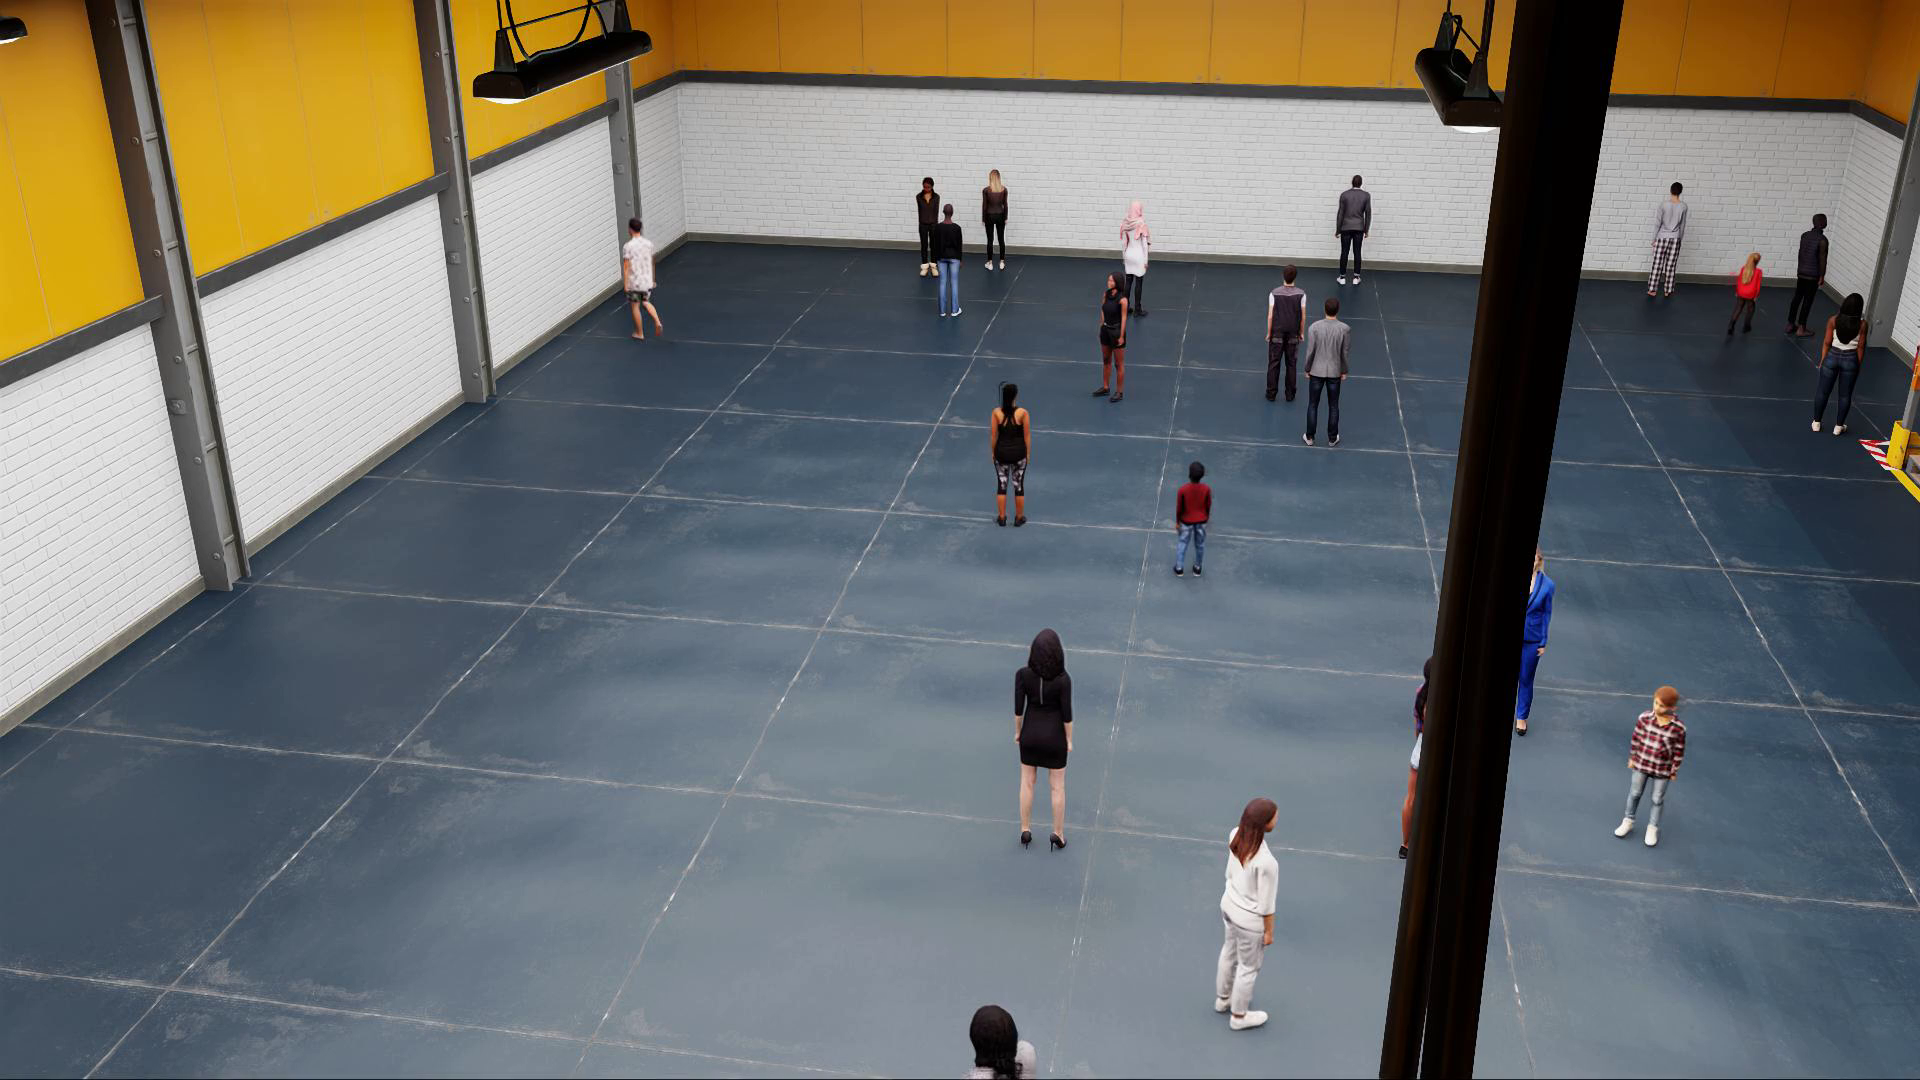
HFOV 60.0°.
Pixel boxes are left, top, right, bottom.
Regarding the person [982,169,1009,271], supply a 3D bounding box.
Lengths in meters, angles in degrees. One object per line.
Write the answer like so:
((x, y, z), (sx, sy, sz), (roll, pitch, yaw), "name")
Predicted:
((0.597, -5.526, 28.646), (0.673, 1.703, 0.638), (-5, 24, -11), "person")

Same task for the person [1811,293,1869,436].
((11.111, -2.228, 20.968), (0.733, 1.809, 0.745), (16, 28, 32), "person")

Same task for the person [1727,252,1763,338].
((11.779, -3.672, 24.949), (0.933, 1.265, 0.798), (-22, 32, -40), "person")

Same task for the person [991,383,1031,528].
((0.550, -0.947, 18.224), (0.578, 1.659, 0.505), (3, 24, 8), "person")

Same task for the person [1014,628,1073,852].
((0.617, 1.507, 12.425), (0.620, 1.806, 0.537), (8, 25, 17), "person")

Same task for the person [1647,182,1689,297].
((11.497, -4.881, 26.990), (0.614, 1.847, 0.511), (4, 24, 10), "person")

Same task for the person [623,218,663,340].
((-4.701, -3.838, 24.663), (0.943, 1.800, 0.891), (21, 31, 40), "person")

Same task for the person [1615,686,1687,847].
((5.277, 1.688, 12.638), (0.594, 1.306, 0.605), (16, 28, 32), "person")

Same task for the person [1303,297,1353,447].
((4.526, -2.082, 20.554), (0.678, 1.872, 0.566), (4, 24, 8), "person")

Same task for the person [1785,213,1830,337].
((12.751, -3.994, 24.973), (0.831, 1.836, 0.676), (-6, 24, -13), "person")

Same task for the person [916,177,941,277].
((-0.540, -5.359, 28.314), (0.621, 1.661, 0.680), (1, 24, 1), "person")

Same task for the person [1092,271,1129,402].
((2.053, -2.729, 22.200), (0.734, 1.740, 0.680), (-17, 29, -33), "person")

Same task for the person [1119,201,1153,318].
((2.729, -4.387, 25.912), (0.735, 1.804, 0.760), (19, 30, 37), "person")

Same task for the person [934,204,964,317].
((-0.180, -4.375, 25.953), (0.590, 1.750, 0.526), (3, 24, 7), "person")

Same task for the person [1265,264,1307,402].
((4.327, -2.755, 22.123), (0.663, 1.849, 0.582), (2, 24, 5), "person")

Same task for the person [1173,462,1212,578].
((2.407, -0.209, 17.040), (0.551, 1.255, 0.562), (-1, 24, -3), "person")

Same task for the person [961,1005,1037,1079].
((0.279, 3.205, 8.826), (0.943, 1.578, 0.984), (-18, 29, -35), "person")

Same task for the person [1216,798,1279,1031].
((1.823, 2.371, 10.600), (0.755, 1.687, 0.670), (-11, 26, -24), "person")

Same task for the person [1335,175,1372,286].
((6.532, -5.164, 27.673), (0.702, 1.818, 0.559), (4, 24, 9), "person")
